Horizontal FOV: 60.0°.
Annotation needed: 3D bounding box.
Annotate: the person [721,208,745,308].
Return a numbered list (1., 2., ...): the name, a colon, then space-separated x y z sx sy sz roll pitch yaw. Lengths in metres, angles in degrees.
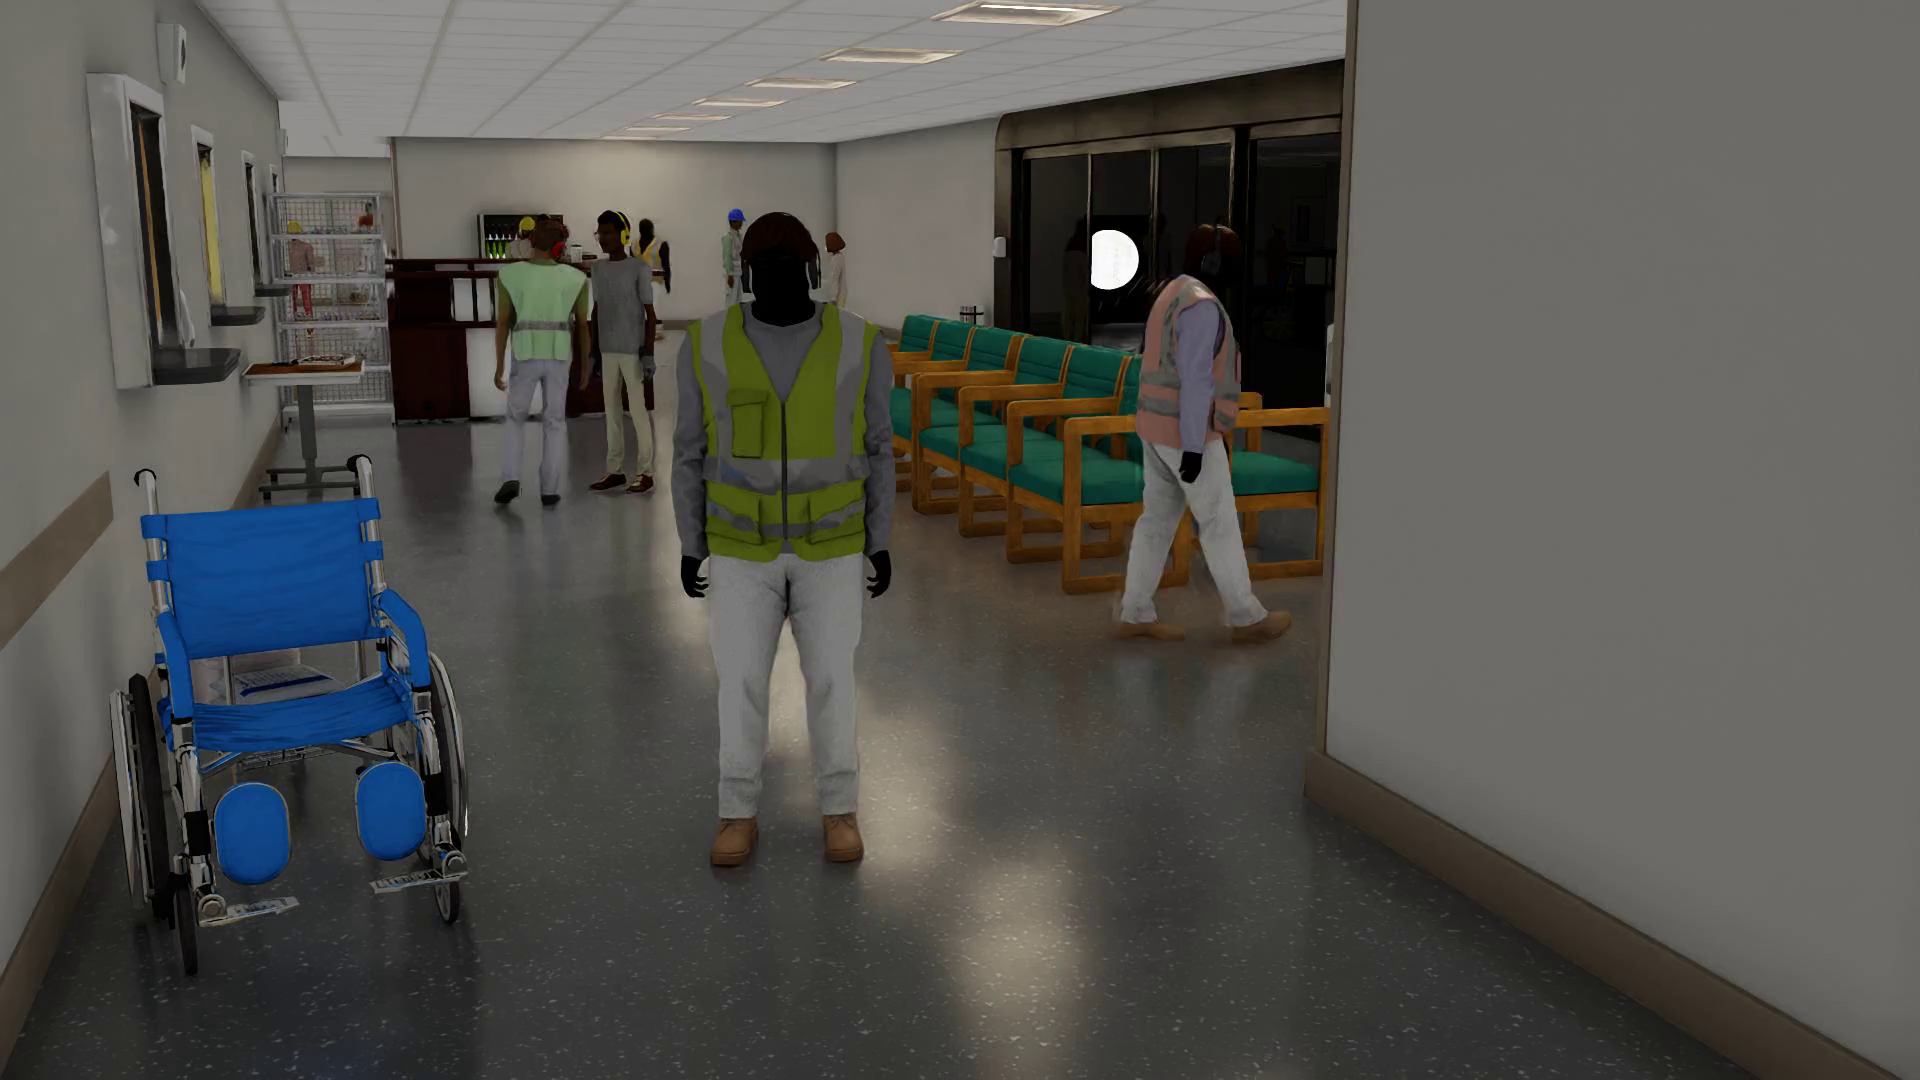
1. person: -3.457 -4.105 25.554 0.395 1.946 0.614 3 11 14

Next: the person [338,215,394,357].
1. person: -7.360 -3.094 20.645 0.948 1.838 0.578 -1 11 -6

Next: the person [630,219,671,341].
1. person: -4.555 -3.780 24.303 0.652 1.797 0.942 4 12 22

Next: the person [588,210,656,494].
1. person: -2.247 -1.238 11.043 0.528 1.869 0.313 5 12 26

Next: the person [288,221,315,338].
1. person: -9.975 -3.910 25.040 0.524 1.760 0.327 0 11 -2

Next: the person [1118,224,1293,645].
1. person: 1.055 -0.439 7.145 0.808 1.799 0.656 -2 11 -8

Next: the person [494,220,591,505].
1. person: -2.659 -1.123 10.609 0.632 1.807 0.445 -4 12 -18

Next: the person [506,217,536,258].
1. person: -5.762 -3.400 22.264 0.598 1.824 0.403 -5 12 -22

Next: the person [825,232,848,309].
1. person: -1.580 -3.107 21.267 0.285 1.627 0.504 1 11 4

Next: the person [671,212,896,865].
1. person: -0.494 0.010 4.708 0.633 1.842 0.429 -1 11 -5
